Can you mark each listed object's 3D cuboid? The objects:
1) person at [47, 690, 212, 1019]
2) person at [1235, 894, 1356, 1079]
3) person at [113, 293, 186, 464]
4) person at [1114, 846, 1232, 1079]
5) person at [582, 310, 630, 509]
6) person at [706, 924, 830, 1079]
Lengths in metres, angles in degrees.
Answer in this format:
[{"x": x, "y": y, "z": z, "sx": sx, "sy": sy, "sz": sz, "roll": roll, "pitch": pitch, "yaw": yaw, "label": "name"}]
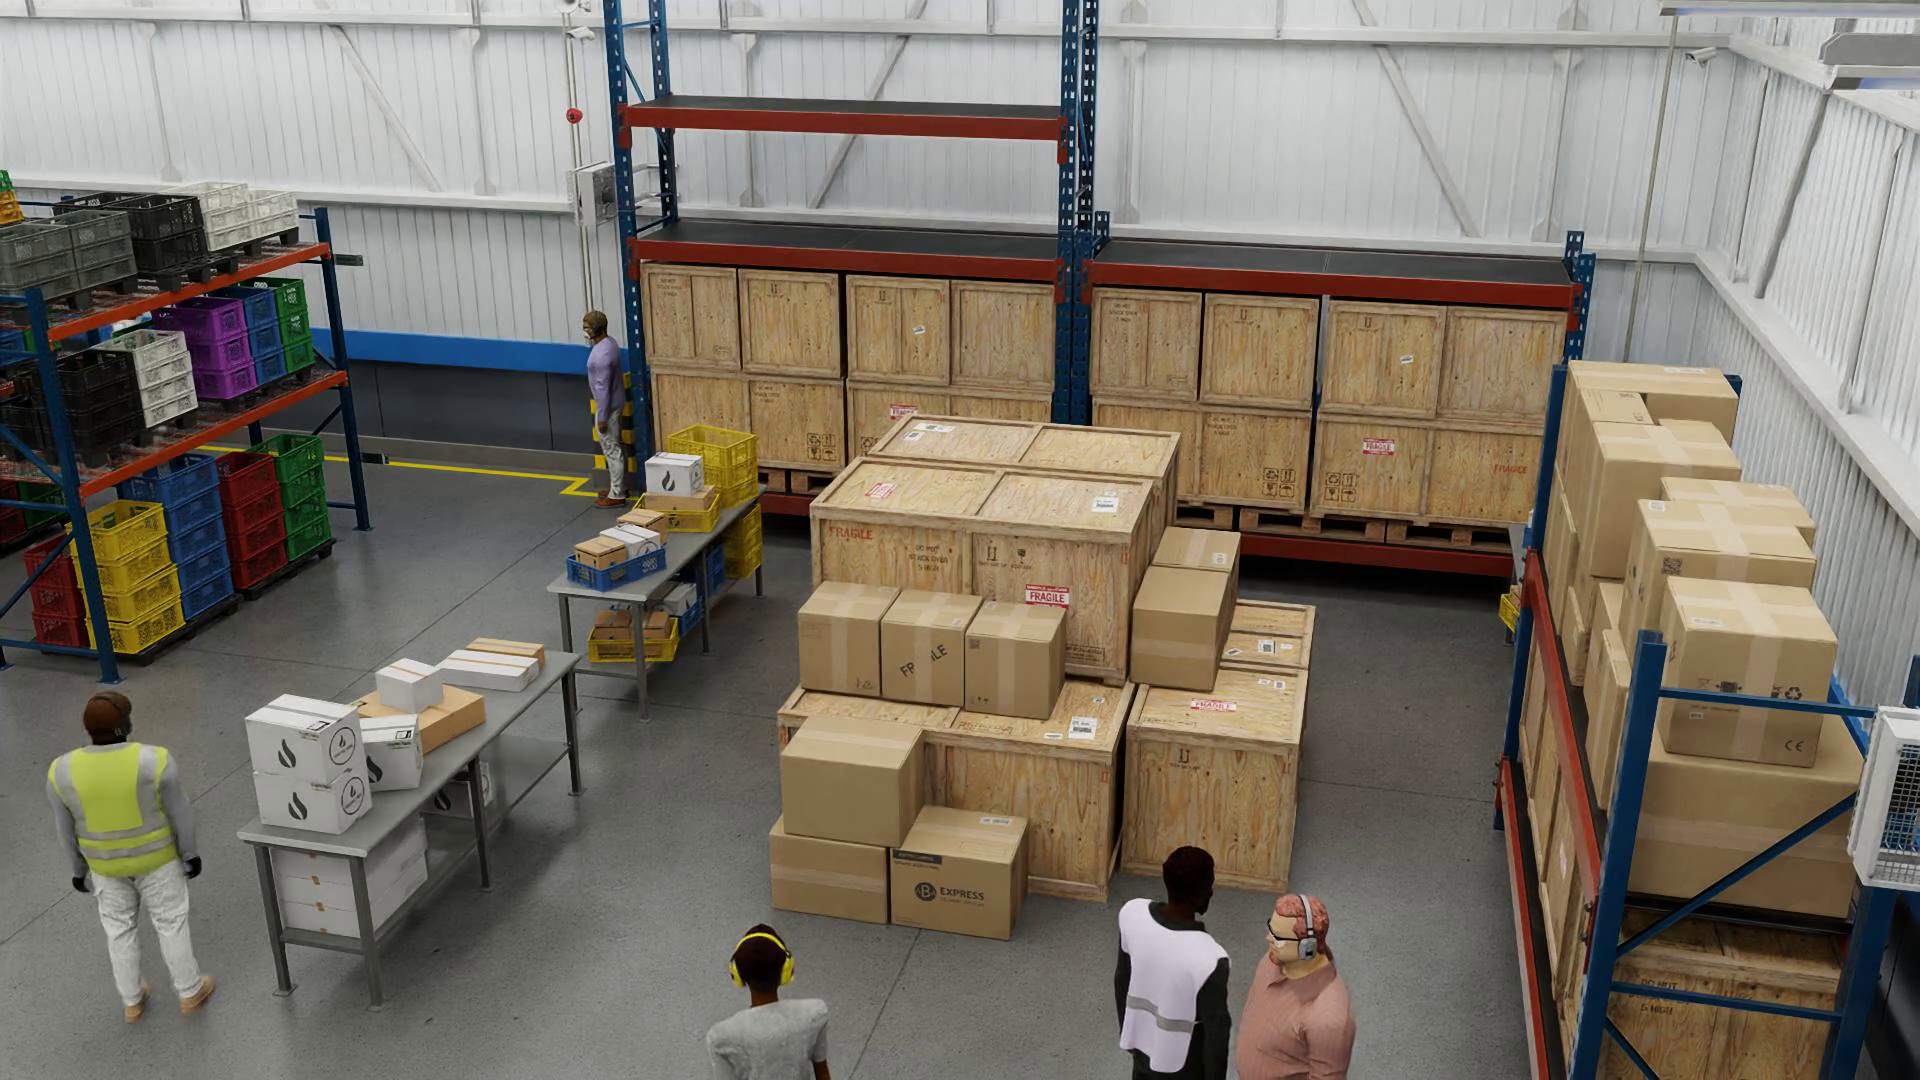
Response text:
[{"x": -4.246, "y": 1.633, "z": 8.575, "sx": 0.643, "sy": 1.835, "sz": 0.431, "roll": -4, "pitch": 21, "yaw": -11, "label": "person"}, {"x": 1.313, "y": 2.278, "z": 6.775, "sx": 0.410, "sy": 1.909, "sz": 0.643, "roll": -4, "pitch": 21, "yaw": -11, "label": "person"}, {"x": -8.376, "y": -1.686, "z": 17.198, "sx": 0.609, "sy": 1.872, "sz": 0.596, "roll": -4, "pitch": 21, "yaw": -10, "label": "person"}, {"x": 0.889, "y": 2.162, "z": 7.061, "sx": 0.383, "sy": 1.918, "sz": 0.591, "roll": -16, "pitch": 26, "yaw": -36, "label": "person"}, {"x": -3.393, "y": -1.265, "z": 16.012, "sx": 0.367, "sy": 1.933, "sz": 0.627, "roll": -2, "pitch": 21, "yaw": -5, "label": "person"}, {"x": -0.749, "y": 2.366, "z": 6.602, "sx": 0.513, "sy": 1.865, "sz": 0.329, "roll": -10, "pitch": 23, "yaw": -24, "label": "person"}]
